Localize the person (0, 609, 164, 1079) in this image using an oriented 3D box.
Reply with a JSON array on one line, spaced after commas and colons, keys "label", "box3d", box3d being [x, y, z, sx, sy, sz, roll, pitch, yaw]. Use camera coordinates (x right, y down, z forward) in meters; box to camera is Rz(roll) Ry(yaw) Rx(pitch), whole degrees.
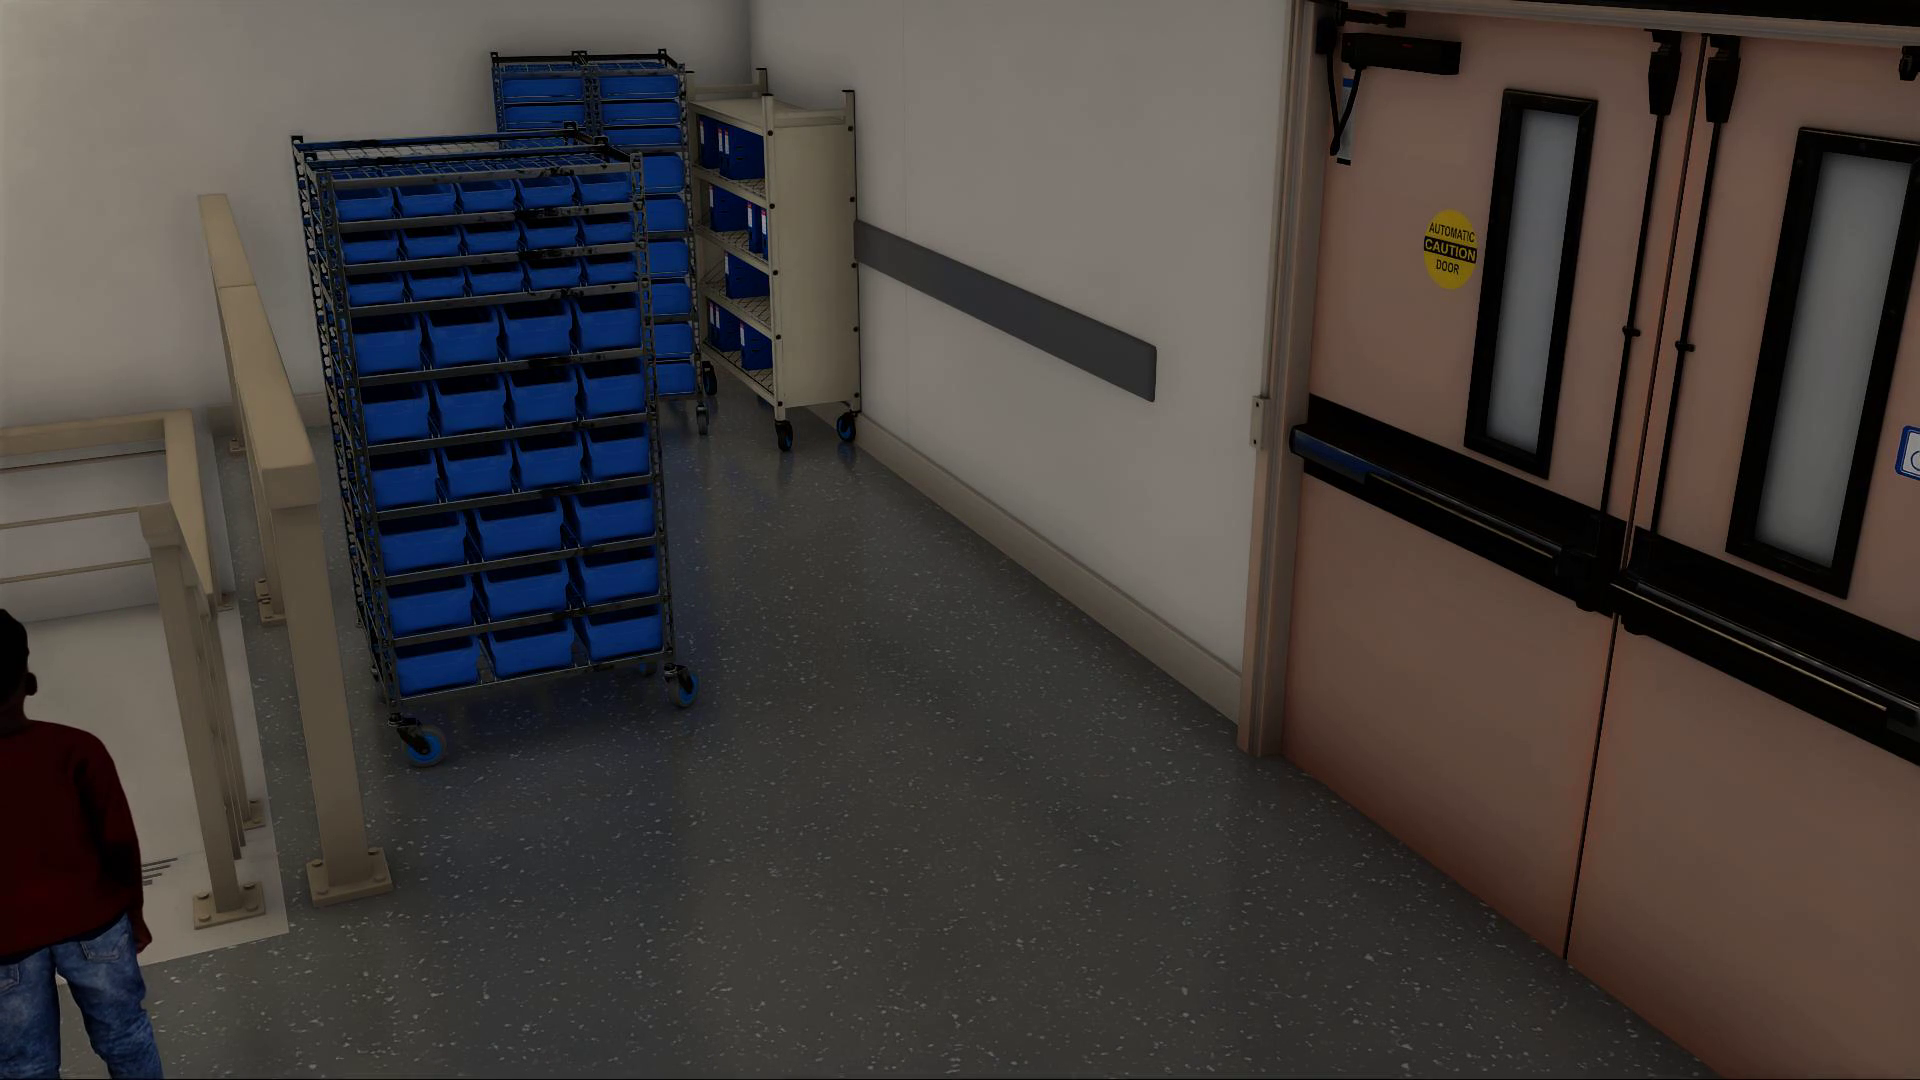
[{"label": "person", "box3d": [-1.694, 0.705, 3.076, 0.520, 1.256, 0.506, -12, 24, -28]}]
